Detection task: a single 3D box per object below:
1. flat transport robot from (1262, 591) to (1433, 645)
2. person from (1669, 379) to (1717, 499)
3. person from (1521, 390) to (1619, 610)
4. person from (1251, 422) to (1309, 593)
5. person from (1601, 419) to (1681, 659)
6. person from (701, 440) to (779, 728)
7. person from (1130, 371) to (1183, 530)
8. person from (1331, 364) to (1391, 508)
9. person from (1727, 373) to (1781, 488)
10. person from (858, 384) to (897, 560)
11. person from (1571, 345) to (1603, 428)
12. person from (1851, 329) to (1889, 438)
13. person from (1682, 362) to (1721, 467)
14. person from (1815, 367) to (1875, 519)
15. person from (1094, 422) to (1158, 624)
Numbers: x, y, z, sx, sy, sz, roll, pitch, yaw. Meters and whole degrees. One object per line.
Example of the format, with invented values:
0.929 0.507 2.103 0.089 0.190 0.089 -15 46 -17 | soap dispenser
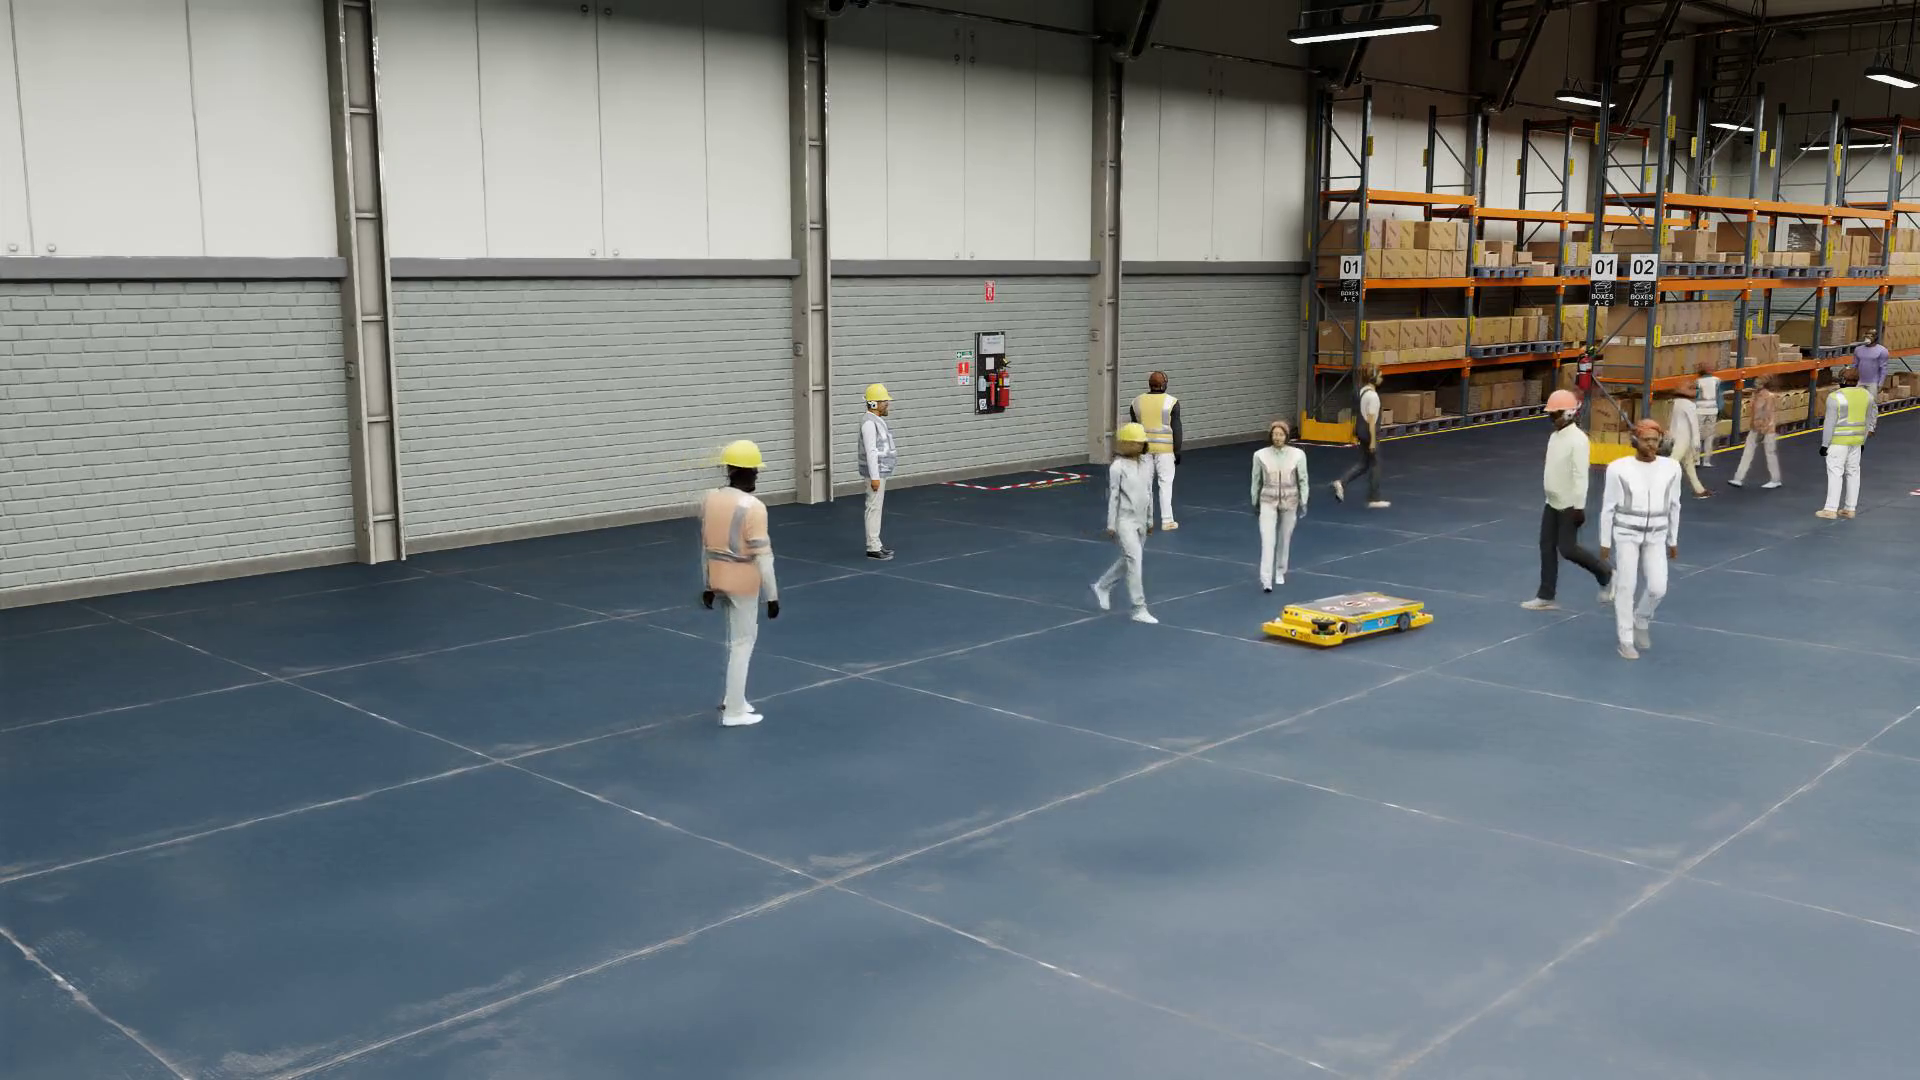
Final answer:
3.246 0.636 13.860 1.431 0.197 0.652 -7 12 -38 | flat transport robot
9.461 -1.303 21.668 0.882 1.576 0.515 1 9 3 | person
5.413 -0.344 14.678 0.757 1.970 0.606 -1 9 -6 | person
3.005 -0.322 15.671 0.519 1.592 0.853 1 9 7 | person
5.264 -0.001 12.867 0.599 1.869 0.413 1 9 6 | person
-1.420 0.287 11.004 0.514 1.905 0.607 -9 13 -44 | person
2.285 -1.034 19.263 0.625 1.844 0.429 5 11 28 | person
5.092 -1.303 20.957 0.678 1.824 0.523 -1 9 -5 | person
10.933 -1.485 22.751 0.816 1.585 0.528 -2 9 -10 | person
-0.858 -0.711 17.320 0.404 1.833 0.590 0 9 2 | person
10.355 -2.346 27.556 0.528 1.747 0.613 7 12 36 | person
16.223 -2.800 29.734 0.372 1.940 0.630 -6 11 -33 | person
11.240 -1.883 25.155 0.606 1.611 0.351 -1 9 -8 | person
10.678 -1.173 20.114 0.627 1.844 0.429 -2 10 -14 | person
1.436 -0.172 14.395 0.492 1.719 0.774 -8 12 -41 | person
